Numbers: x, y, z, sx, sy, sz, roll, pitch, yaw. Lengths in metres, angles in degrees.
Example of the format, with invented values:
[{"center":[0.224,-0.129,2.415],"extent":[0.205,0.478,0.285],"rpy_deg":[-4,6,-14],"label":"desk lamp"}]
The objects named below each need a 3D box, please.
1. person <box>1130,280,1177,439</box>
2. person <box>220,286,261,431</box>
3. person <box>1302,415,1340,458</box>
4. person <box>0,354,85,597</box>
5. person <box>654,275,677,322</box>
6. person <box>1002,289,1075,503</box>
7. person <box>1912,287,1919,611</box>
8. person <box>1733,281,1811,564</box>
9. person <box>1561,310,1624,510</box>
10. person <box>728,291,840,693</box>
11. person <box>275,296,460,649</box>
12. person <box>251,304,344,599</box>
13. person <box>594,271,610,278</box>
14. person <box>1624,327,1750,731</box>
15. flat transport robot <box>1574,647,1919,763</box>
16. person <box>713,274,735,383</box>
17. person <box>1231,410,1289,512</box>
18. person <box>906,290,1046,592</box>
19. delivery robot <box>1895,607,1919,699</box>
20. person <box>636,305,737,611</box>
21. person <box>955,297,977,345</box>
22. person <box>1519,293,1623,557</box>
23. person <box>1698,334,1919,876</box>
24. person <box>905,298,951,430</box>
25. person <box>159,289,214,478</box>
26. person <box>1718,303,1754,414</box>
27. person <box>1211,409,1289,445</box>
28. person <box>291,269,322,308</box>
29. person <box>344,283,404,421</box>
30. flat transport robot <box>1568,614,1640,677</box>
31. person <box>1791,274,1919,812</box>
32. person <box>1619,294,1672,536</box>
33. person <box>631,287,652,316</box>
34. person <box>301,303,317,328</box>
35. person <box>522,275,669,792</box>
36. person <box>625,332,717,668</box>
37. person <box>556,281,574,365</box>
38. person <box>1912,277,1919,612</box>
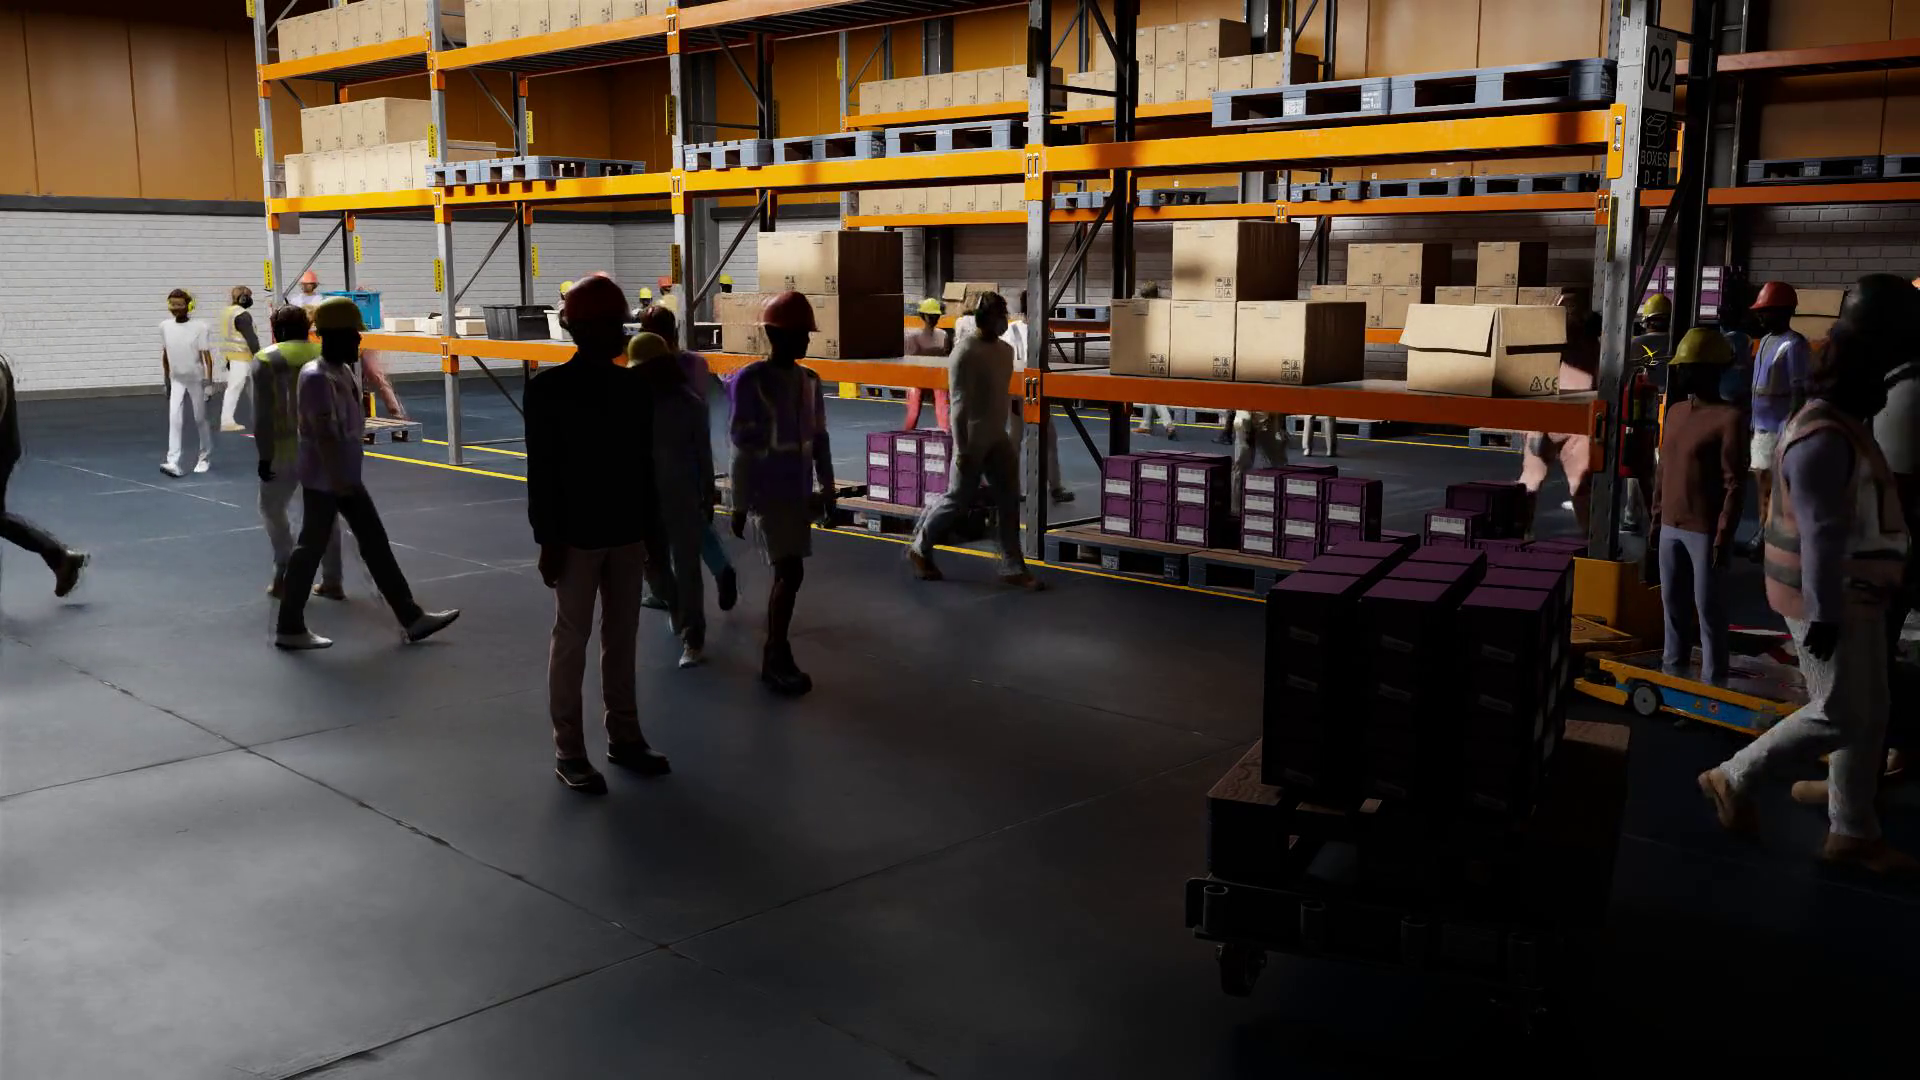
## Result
[{"center":[2.365,-2.147,19.845],"extent":[0.628,1.904,0.905],"rpy_deg":[-6,11,-32],"label":"person"},{"center":[-8.916,-2.277,20.913],"extent":[0.938,1.799,0.632],"rpy_deg":[-6,11,-33],"label":"person"},{"center":[3.886,-1.702,17.876],"extent":[0.523,1.638,0.310],"rpy_deg":[3,10,20],"label":"person"},{"center":[-5.638,-0.473,9.759],"extent":[0.706,1.828,0.526],"rpy_deg":[-3,10,-20],"label":"person"},{"center":[-4.791,-3.426,27.599],"extent":[0.560,1.919,0.697],"rpy_deg":[-8,12,-40],"label":"person"},{"center":[0.655,-1.216,14.230],"extent":[0.587,1.855,0.852],"rpy_deg":[-6,11,-33],"label":"person"},{"center":[4.709,-0.319,8.430],"extent":[0.386,1.960,0.674],"rpy_deg":[-9,13,-42],"label":"person"},{"center":[5.573,-0.800,11.435],"extent":[0.376,1.935,0.550],"rpy_deg":[0,9,0],"label":"person"},{"center":[5.264,-1.073,13.864],"extent":[0.398,1.680,0.545],"rpy_deg":[8,12,41],"label":"person"},{"center":[-0.794,-0.215,7.912],"extent":[0.590,1.914,0.575],"rpy_deg":[7,12,37],"label":"person"},{"center":[-3.217,-0.339,8.788],"extent":[0.988,1.870,0.615],"rpy_deg":[0,9,-2],"label":"person"},{"center":[-4.027,-0.529,10.202],"extent":[0.535,1.808,0.648],"rpy_deg":[7,12,38],"label":"person"},{"center":[-4.956,-2.737,23.166],"extent":[0.628,1.989,1.043],"rpy_deg":[-9,13,-44],"label":"person"},{"center":[3.240,-0.051,7.354],"extent":[0.307,1.772,0.525],"rpy_deg":[-2,10,-14],"label":"person"},{"center":[3.515,0.696,7.356],"extent":[0.652,0.197,1.431],"rpy_deg":[-5,10,-28],"label":"flat transport robot"},{"center":[-4.159,-3.756,29.589],"extent":[0.371,1.927,0.588],"rpy_deg":[-8,12,-42],"label":"person"},{"center":[2.320,-0.831,12.582],"extent":[0.532,1.615,0.635],"rpy_deg":[-9,13,-44],"label":"person"},{"center":[0.066,-0.634,10.567],"extent":[0.982,1.903,0.642],"rpy_deg":[7,11,36],"label":"person"},{"center":[4.239,0.472,7.573],"extent":[0.477,0.478,0.707],"rpy_deg":[6,11,34],"label":"delivery robot"},{"center":[-1.632,-0.455,9.688],"extent":[0.715,1.815,0.586],"rpy_deg":[8,13,42],"label":"person"},{"center":[0.164,-2.575,23.264],"extent":[0.503,1.626,0.278],"rpy_deg":[-4,10,-24],"label":"person"},{"center":[4.232,-0.793,11.656],"extent":[0.661,1.847,1.011],"rpy_deg":[-3,10,-19],"label":"person"},{"center":[2.952,0.217,5.610],"extent":[0.597,1.805,0.644],"rpy_deg":[7,12,38],"label":"person"},{"center":[-0.309,-1.626,17.173],"extent":[0.555,1.714,0.929],"rpy_deg":[-7,11,-35],"label":"person"},{"center":[-7.547,-1.519,16.199],"extent":[0.549,1.816,0.966],"rpy_deg":[-1,9,-4],"label":"person"},{"center":[7.480,-1.454,16.194],"extent":[0.532,1.693,0.319],"rpy_deg":[-7,11,-35],"label":"person"},{"center":[3.340,-1.990,18.893],"extent":[0.558,1.896,0.991],"rpy_deg":[-7,12,-38],"label":"person"},{"center":[-9.550,-2.991,24.626],"extent":[0.606,2.022,0.837],"rpy_deg":[2,10,13],"label":"person"},{"center":[-7.475,-2.276,20.752],"extent":[1.028,1.846,0.665],"rpy_deg":[-4,10,-25],"label":"person"},{"center":[2.694,0.545,8.280],"extent":[1.431,0.197,0.652],"rpy_deg":[-2,9,-12],"label":"flat transport robot"},{"center":[3.356,0.010,6.151],"extent":[0.541,2.000,0.723],"rpy_deg":[5,10,27],"label":"person"},{"center":[5.239,-0.936,12.585],"extent":[0.587,1.835,0.404],"rpy_deg":[1,9,4],"label":"person"},{"center":[-4.946,-3.132,26.327],"extent":[0.517,1.736,0.833],"rpy_deg":[-4,10,-21],"label":"person"},{"center":[-8.017,-2.163,20.845],"extent":[0.732,1.613,0.501],"rpy_deg":[-6,11,-31],"label":"person"},{"center":[-1.417,-0.031,6.547],"extent":[0.383,1.994,0.612],"rpy_deg":[7,12,38],"label":"person"},{"center":[-1.497,-0.235,8.665],"extent":[0.517,1.706,0.606],"rpy_deg":[2,9,12],"label":"person"},{"center":[-6.012,-3.048,25.536],"extent":[0.403,1.831,0.597],"rpy_deg":[-2,9,-11],"label":"person"},{"center":[4.996,-0.376,8.653],"extent":[0.386,1.996,0.610],"rpy_deg":[9,13,43],"label":"person"}]
